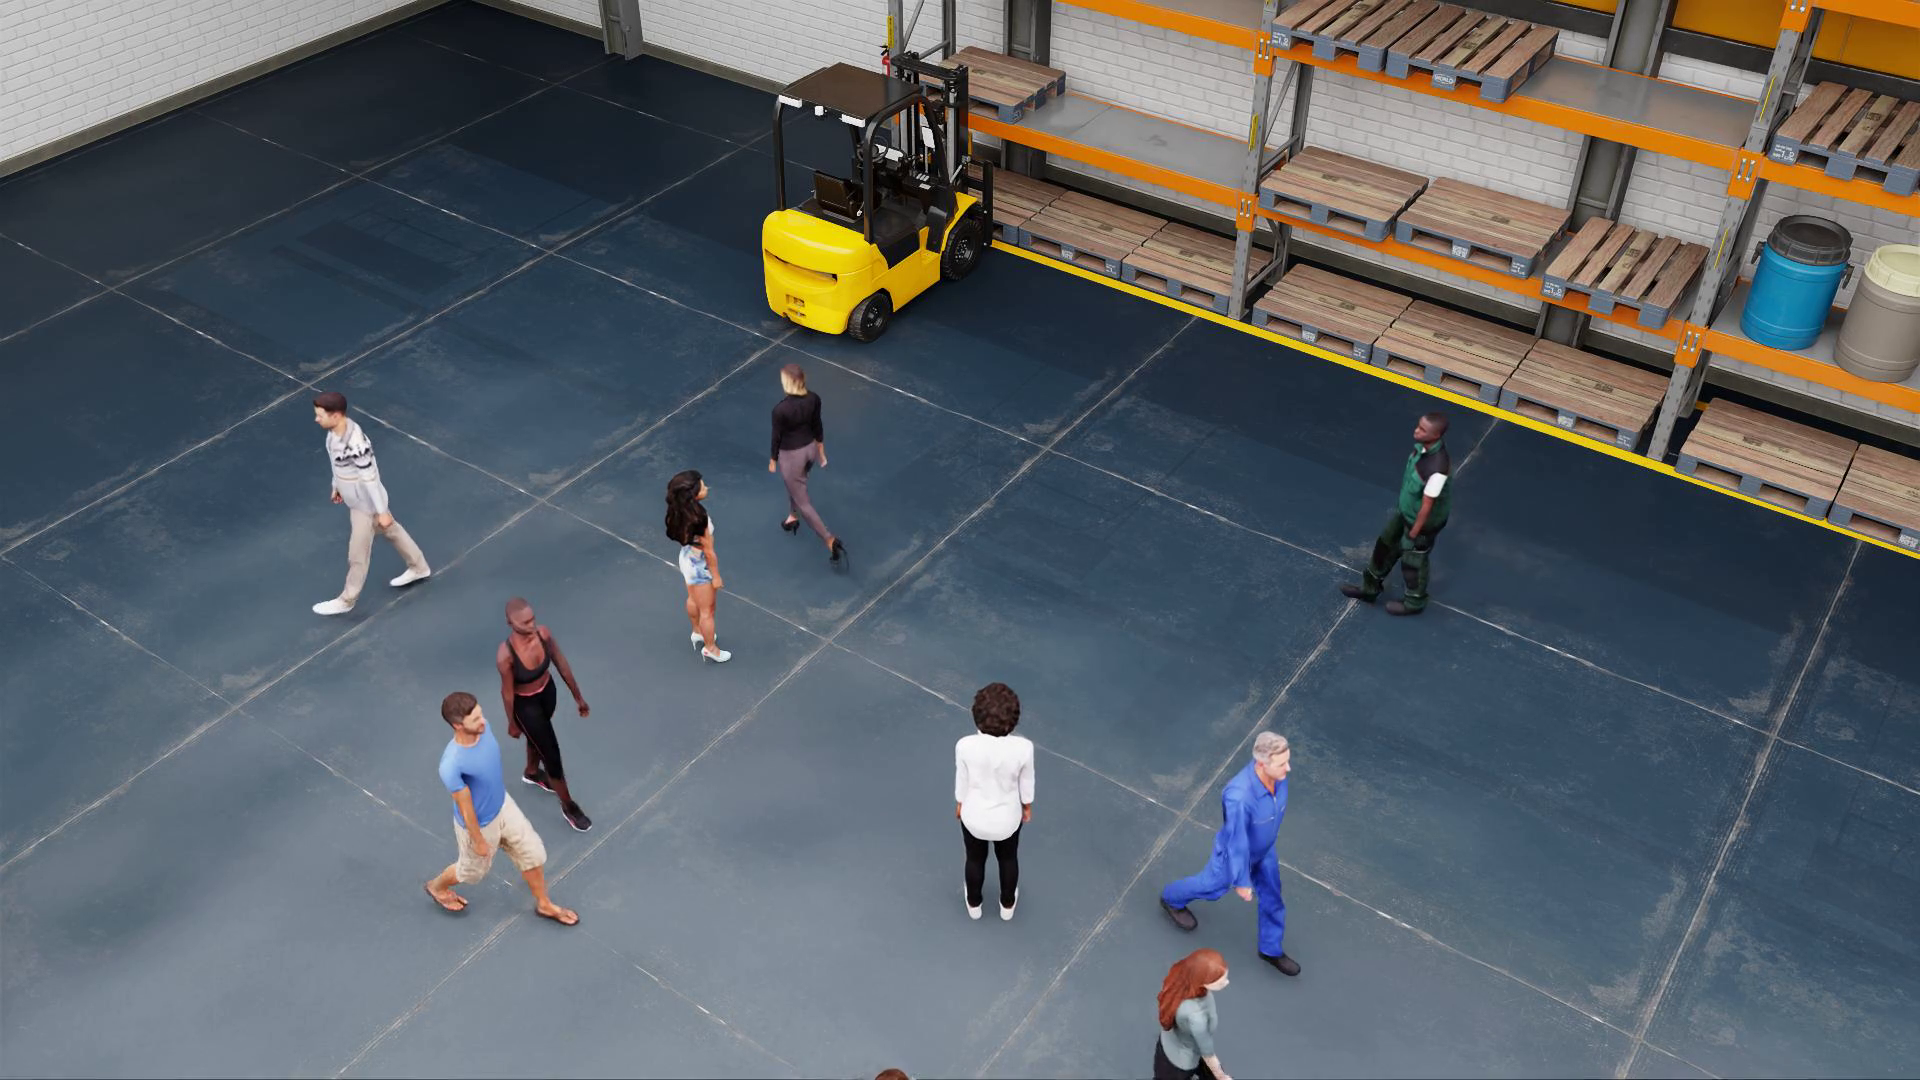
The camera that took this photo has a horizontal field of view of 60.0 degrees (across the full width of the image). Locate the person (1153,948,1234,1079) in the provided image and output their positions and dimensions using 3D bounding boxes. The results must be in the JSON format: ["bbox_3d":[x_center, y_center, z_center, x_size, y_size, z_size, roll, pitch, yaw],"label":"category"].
[{"bbox_3d":[1.048,2.662,8.564,1.013,1.705,0.864,3,39,3],"label":"person"}]

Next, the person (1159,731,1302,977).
[{"bbox_3d":[1.561,1.753,9.637,0.882,1.786,1.233,-31,48,-33],"label":"person"}]

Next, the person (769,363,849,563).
[{"bbox_3d":[-1.163,-0.548,12.636,1.036,1.640,0.635,27,46,30],"label":"person"}]

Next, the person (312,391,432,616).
[{"bbox_3d":[-4.281,-0.324,12.216,1.091,1.814,1.199,-20,43,-24],"label":"person"}]

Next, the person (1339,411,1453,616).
[{"bbox_3d":[3.390,-0.163,12.009,1.047,1.822,0.961,2,39,2],"label":"person"}]

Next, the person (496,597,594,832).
[{"bbox_3d":[-2.776,1.009,10.607,0.953,1.739,0.619,19,42,22],"label":"person"}]

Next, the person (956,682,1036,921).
[{"bbox_3d":[0.193,1.581,9.836,0.680,1.807,0.767,-1,39,-2],"label":"person"}]

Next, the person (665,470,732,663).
[{"bbox_3d":[-1.841,0.189,11.725,0.706,1.626,0.613,-20,43,-23],"label":"person"}]

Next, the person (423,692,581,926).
[{"bbox_3d":[-2.887,1.606,9.779,1.273,1.840,0.888,12,40,14],"label":"person"}]
